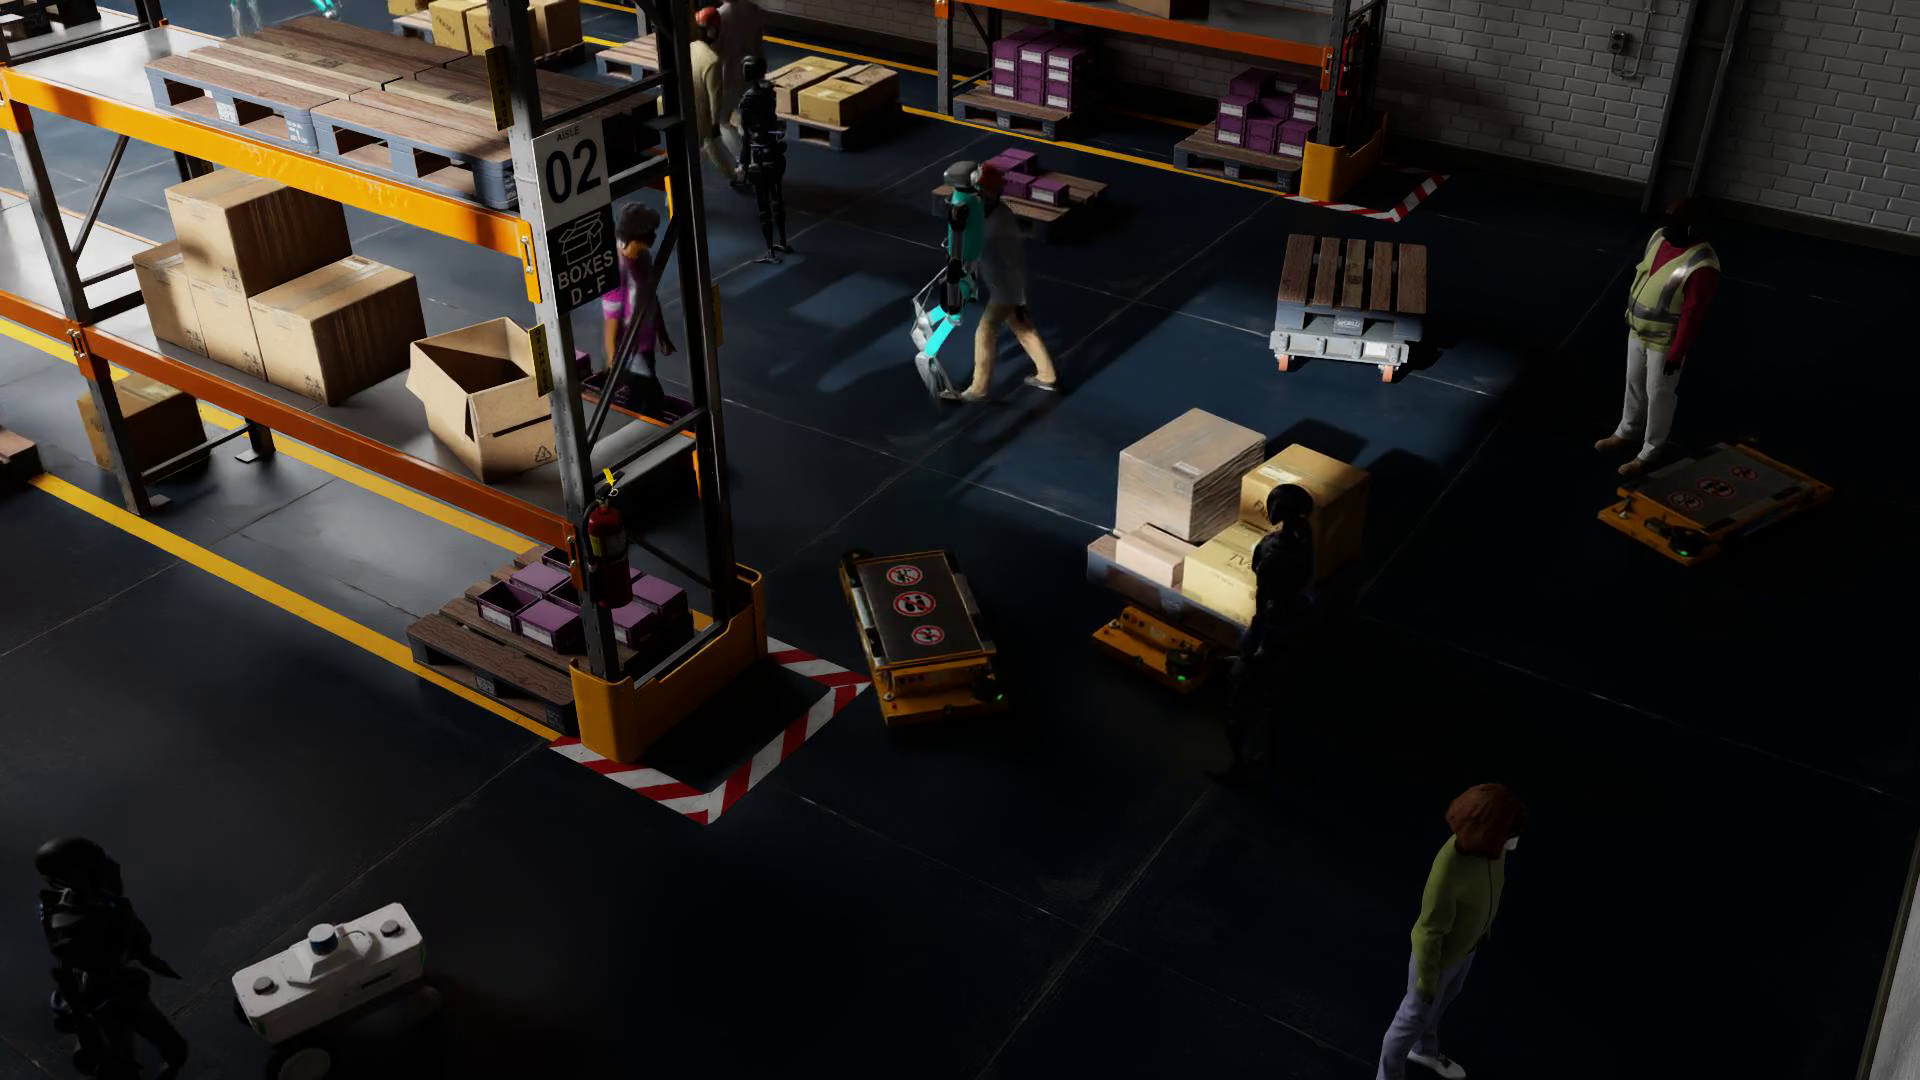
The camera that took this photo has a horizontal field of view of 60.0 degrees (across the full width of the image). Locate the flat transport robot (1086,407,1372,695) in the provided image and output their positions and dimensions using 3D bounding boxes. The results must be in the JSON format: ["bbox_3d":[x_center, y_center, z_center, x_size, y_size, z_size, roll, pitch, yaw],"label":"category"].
[{"bbox_3d":[1.436,0.349,9.337,0.659,0.231,1.431,27,42,35],"label":"flat transport robot"}]

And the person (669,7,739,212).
[{"bbox_3d":[-2.195,-3.709,14.301,1.013,1.650,0.574,-23,39,-31],"label":"person"}]

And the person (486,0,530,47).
[{"bbox_3d":[-4.054,-4.375,15.066,0.488,1.945,0.431,26,41,34],"label":"person"}]

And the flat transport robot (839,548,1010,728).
[{"bbox_3d":[-0.222,0.483,9.131,0.659,0.231,1.431,-7,34,-11],"label":"flat transport robot"}]

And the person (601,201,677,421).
[{"bbox_3d":[-1.970,-1.202,10.281,0.433,1.832,0.562,7,34,11],"label":"person"}]

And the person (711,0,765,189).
[{"bbox_3d":[-1.937,-4.000,14.515,0.534,1.928,0.646,29,43,36],"label":"person"}]

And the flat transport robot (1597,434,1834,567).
[{"bbox_3d":[4.683,-0.258,10.269,1.431,0.231,0.659,-20,38,-27],"label":"flat transport robot"}]

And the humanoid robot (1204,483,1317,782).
[{"bbox_3d":[1.474,0.443,7.894,0.346,1.646,0.591,18,37,25],"label":"humanoid robot"}]

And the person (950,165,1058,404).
[{"bbox_3d":[0.334,-1.730,11.228,0.765,1.693,0.579,-1,33,-1],"label":"person"}]

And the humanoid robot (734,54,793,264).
[{"bbox_3d":[-1.573,-3.029,13.224,0.315,1.657,0.599,13,35,19],"label":"humanoid robot"}]

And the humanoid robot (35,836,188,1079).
[{"bbox_3d":[-3.068,1.675,6.008,0.377,1.638,0.583,-4,33,-6],"label":"humanoid robot"}]

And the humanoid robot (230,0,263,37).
[{"bbox_3d":[-7.880,-6.232,18.144,0.530,1.818,0.729,-21,38,-29],"label":"humanoid robot"}]

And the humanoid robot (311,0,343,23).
[{"bbox_3d":[-6.871,-5.971,17.696,0.922,1.741,0.533,19,38,27],"label":"humanoid robot"}]

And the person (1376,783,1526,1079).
[{"bbox_3d":[1.853,1.538,6.266,0.284,1.626,0.495,26,41,34],"label":"person"}]

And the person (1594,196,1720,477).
[{"bbox_3d":[4.364,-1.276,10.406,0.431,1.838,0.622,-5,33,-8],"label":"person"}]

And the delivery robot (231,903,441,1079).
[{"bbox_3d":[-2.584,1.838,6.803,0.791,0.614,0.499,-22,39,-30],"label":"delivery robot"}]

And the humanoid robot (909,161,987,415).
[{"bbox_3d":[-0.146,-1.631,11.115,0.668,1.882,0.546,9,34,14],"label":"humanoid robot"}]
